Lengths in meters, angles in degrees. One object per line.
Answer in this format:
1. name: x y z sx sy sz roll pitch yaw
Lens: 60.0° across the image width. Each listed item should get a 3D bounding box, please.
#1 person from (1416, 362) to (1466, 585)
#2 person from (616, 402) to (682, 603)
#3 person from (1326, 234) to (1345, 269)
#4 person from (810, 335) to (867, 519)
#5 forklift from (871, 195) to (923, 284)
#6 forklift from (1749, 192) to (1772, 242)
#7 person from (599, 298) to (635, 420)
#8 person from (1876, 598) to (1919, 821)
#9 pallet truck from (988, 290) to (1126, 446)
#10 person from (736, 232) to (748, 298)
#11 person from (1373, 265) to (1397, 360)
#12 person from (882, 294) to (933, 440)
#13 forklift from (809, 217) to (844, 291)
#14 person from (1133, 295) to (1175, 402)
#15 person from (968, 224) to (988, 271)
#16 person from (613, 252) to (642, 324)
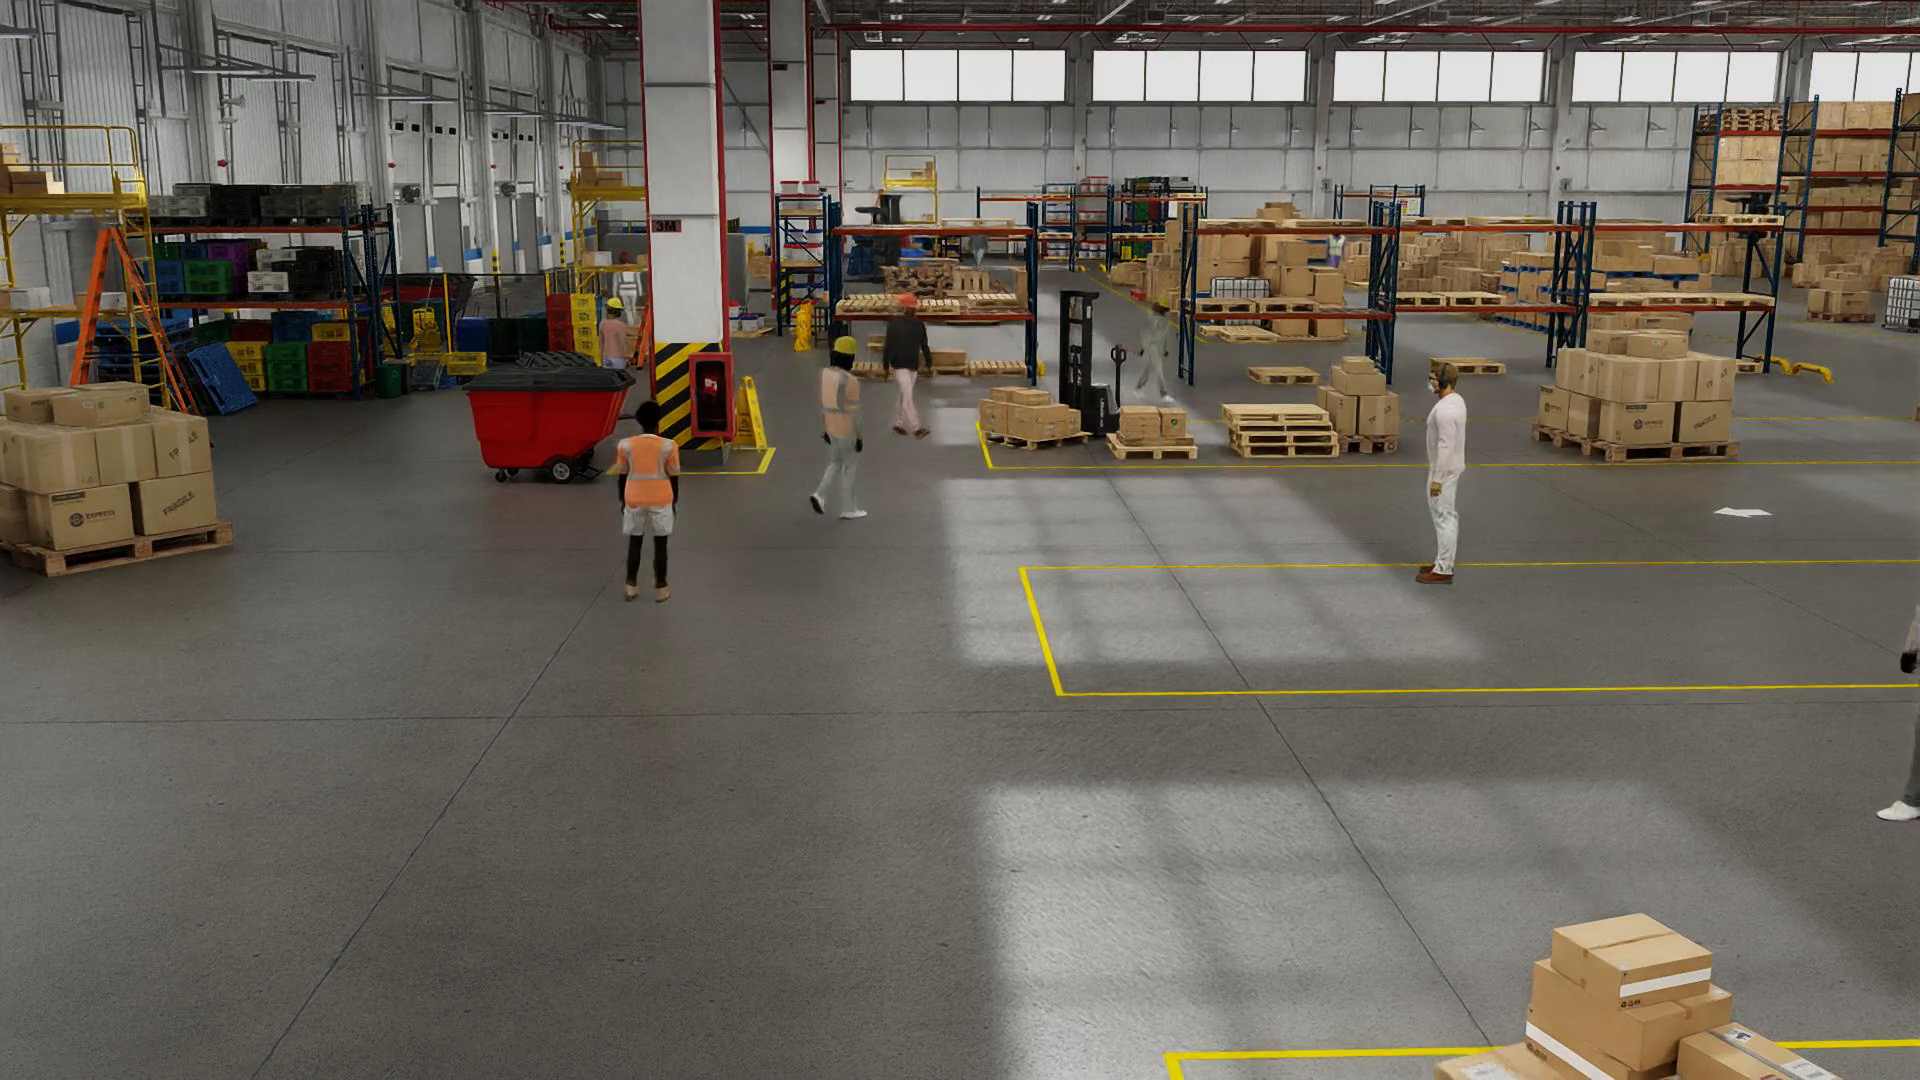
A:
1. person: 4.204 -0.579 14.478 0.362 1.938 0.631 5 14 23
2. person: -2.588 -0.314 13.895 0.549 1.669 0.392 0 12 -1
3. person: 11.918 -9.034 52.798 0.593 1.887 0.831 0 12 0
4. person: -1.228 -1.139 17.051 0.545 1.912 0.613 -11 17 -41
5. forklift: -2.223 -9.687 53.459 1.873 2.768 1.129 -7 14 -28
6. forklift: 28.937 -11.211 60.337 1.873 2.768 1.129 0 12 -2
7. person: -5.000 -2.630 24.152 0.523 1.760 0.327 8 15 33
8. person: 5.382 0.625 9.100 0.528 1.914 0.614 1 13 5
9. pallet truck: 1.257 -2.299 22.111 1.885 1.965 0.823 -9 15 -35
10. person: -6.151 -7.518 45.864 0.738 1.910 0.656 7 14 29
11. person: 8.078 -4.326 31.608 0.507 1.847 0.343 -5 13 -22
12. person: -0.653 -2.315 22.303 0.645 1.934 1.051 -10 16 -37
13. forklift: -4.375 -8.619 48.637 1.873 2.768 1.129 0 12 -2
14. person: 3.039 -3.034 26.176 0.547 1.671 0.918 -12 17 -43
15. person: 0.578 -9.762 56.069 0.655 1.879 1.042 6 14 24
16. person: -7.284 -5.365 36.347 0.595 1.825 1.022 -6 14 -27
